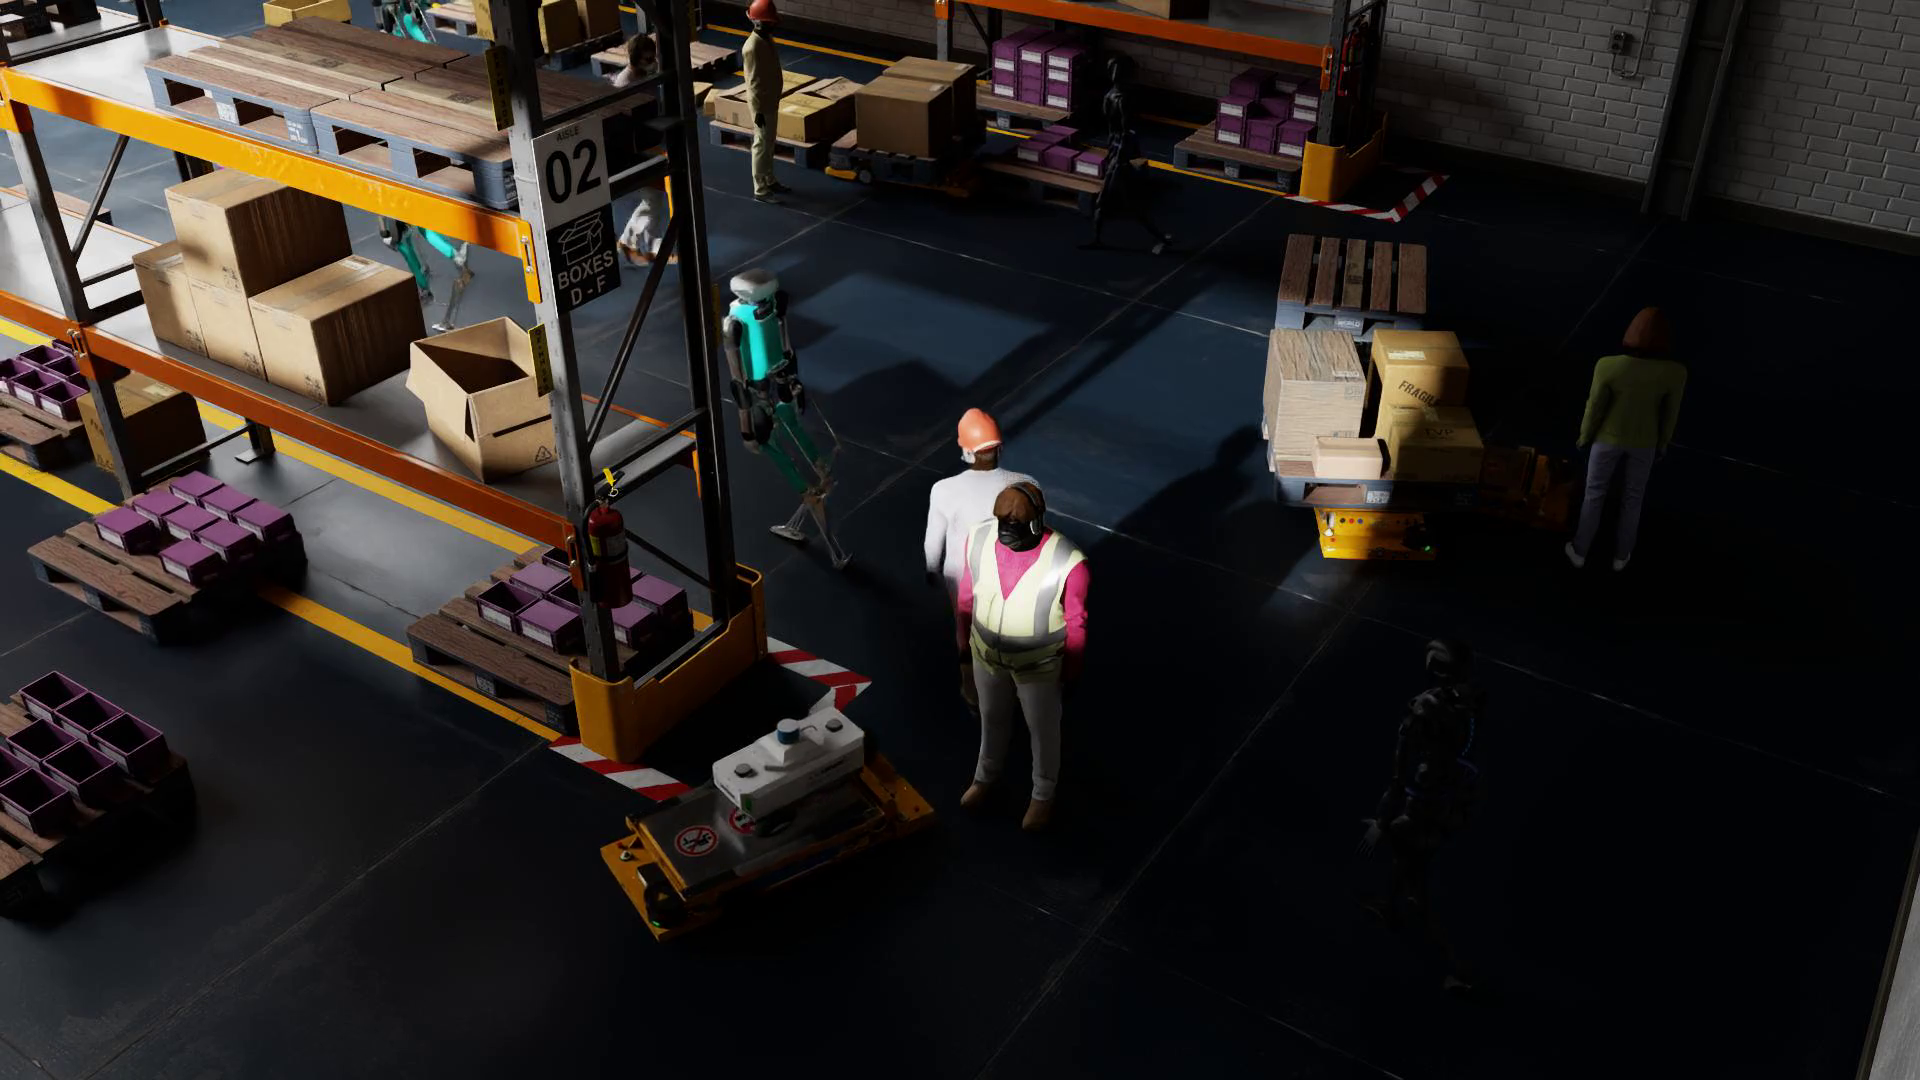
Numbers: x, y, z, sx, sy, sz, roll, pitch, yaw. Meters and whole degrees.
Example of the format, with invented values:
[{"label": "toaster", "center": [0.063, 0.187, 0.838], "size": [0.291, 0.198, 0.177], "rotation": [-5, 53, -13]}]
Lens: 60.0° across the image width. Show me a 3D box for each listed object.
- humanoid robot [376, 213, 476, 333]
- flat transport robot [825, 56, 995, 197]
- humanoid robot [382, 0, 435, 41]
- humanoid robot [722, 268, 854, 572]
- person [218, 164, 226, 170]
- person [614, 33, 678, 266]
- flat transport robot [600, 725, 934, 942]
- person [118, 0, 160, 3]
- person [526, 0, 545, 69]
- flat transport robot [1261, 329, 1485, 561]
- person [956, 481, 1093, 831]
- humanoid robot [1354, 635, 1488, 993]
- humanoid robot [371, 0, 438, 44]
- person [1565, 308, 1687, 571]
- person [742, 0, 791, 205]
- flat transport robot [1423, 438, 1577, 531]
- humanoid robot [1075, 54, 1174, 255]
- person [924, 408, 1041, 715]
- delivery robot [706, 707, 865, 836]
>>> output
[{"label": "humanoid robot", "center": [-3.849, -2.249, 12.001], "size": [0.775, 1.790, 0.537], "rotation": [22, 39, 30]}, {"label": "flat transport robot", "center": [-0.441, -3.395, 15.092], "size": [1.431, 0.231, 0.659], "rotation": [13, 35, 19]}, {"label": "humanoid robot", "center": [-5.790, -5.733, 17.300], "size": [0.658, 1.754, 0.542], "rotation": [27, 42, 35]}, {"label": "humanoid robot", "center": [-0.881, -0.619, 9.542], "size": [0.869, 1.843, 0.553], "rotation": [18, 37, 26]}, {"label": "person", "center": [-5.158, -2.534, 12.321], "size": [0.509, 1.847, 0.341], "rotation": [-15, 36, -22]}, {"label": "person", "center": [-2.478, -3.014, 12.996], "size": [0.430, 1.915, 0.671], "rotation": [6, 34, 10]}, {"label": "flat transport robot", "center": [-0.896, 1.348, 7.801], "size": [1.431, 0.231, 0.659], "rotation": [-20, 38, -27]}, {"label": "person", "center": [-9.995, -7.200, 19.612], "size": [0.821, 1.714, 0.455], "rotation": [14, 36, 20]}, {"label": "person", "center": [-3.940, -4.407, 15.119], "size": [0.431, 1.944, 0.484], "rotation": [4, 33, 6]}, {"label": "flat transport robot", "center": [2.520, -0.335, 10.388], "size": [0.659, 0.231, 1.431], "rotation": [2, 33, 3]}, {"label": "person", "center": [0.264, 0.535, 7.610], "size": [0.632, 1.841, 0.429], "rotation": [16, 36, 23]}, {"label": "humanoid robot", "center": [1.995, 1.137, 6.882], "size": [0.599, 1.647, 0.740], "rotation": [-23, 40, -31]}, {"label": "humanoid robot", "center": [-5.356, -5.056, 16.328], "size": [0.810, 1.793, 0.531], "rotation": [23, 40, 31]}, {"label": "person", "center": [3.781, -0.557, 9.476], "size": [0.497, 1.633, 0.287], "rotation": [8, 34, 12]}, {"label": "person", "center": [-1.656, -3.785, 14.330], "size": [0.342, 1.747, 0.572], "rotation": [5, 33, 8]}, {"label": "flat transport robot", "center": [3.120, -0.424, 10.525], "size": [1.431, 0.231, 0.659], "rotation": [13, 35, 19]}, {"label": "humanoid robot", "center": [1.357, -3.073, 13.362], "size": [0.790, 1.649, 0.601], "rotation": [-2, 33, -3]}, {"label": "person", "center": [0.108, 0.124, 8.347], "size": [0.562, 1.728, 0.382], "rotation": [-7, 34, -10]}, {"label": "delivery robot", "center": [-0.815, 1.109, 7.888], "size": [0.747, 0.576, 0.499], "rotation": [-24, 40, -32]}]
